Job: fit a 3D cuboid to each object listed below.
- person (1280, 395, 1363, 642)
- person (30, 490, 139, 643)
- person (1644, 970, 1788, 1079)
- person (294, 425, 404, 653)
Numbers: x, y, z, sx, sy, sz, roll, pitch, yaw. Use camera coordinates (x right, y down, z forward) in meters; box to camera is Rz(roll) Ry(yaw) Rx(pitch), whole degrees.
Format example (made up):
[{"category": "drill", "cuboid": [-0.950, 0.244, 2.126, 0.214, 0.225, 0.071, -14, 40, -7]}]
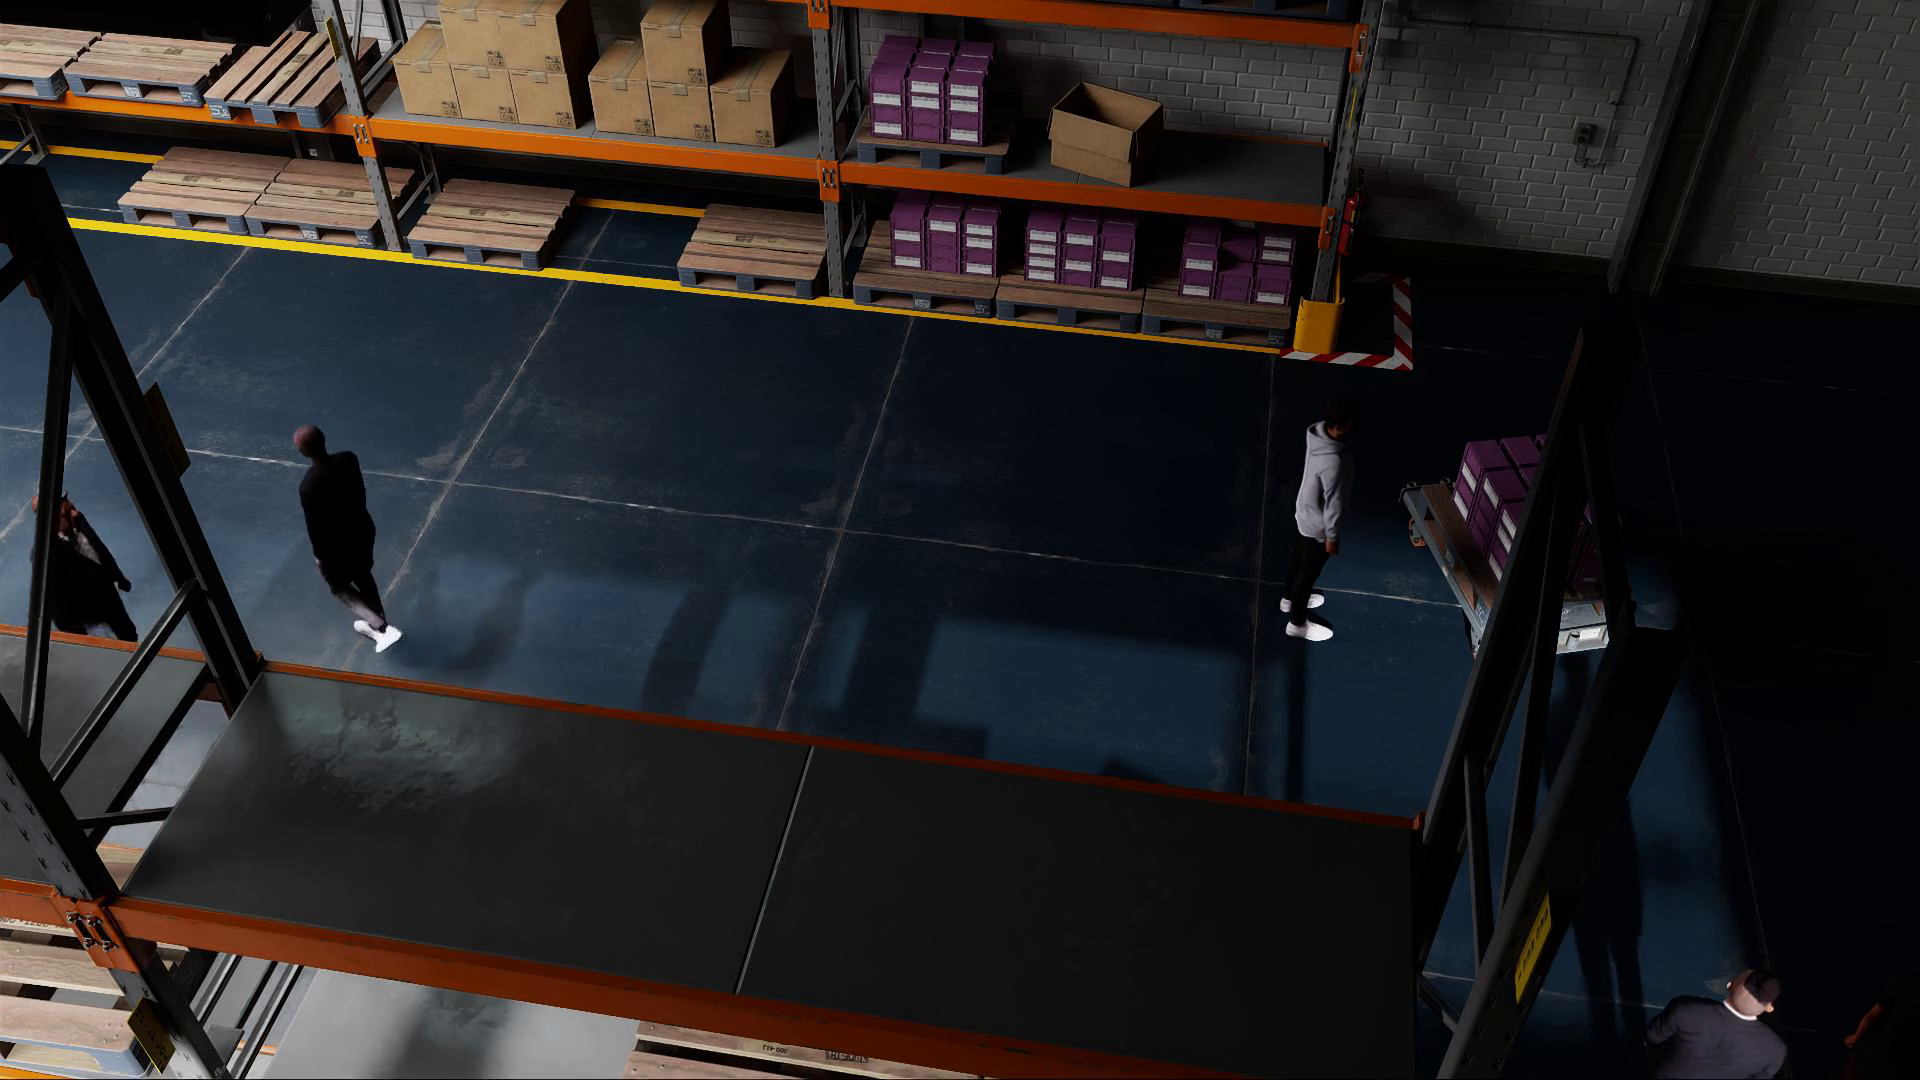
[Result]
[{"category": "person", "cuboid": [2.317, -0.160, 10.770, 0.670, 1.931, 0.724, -1, 44, -1]}, {"category": "person", "cuboid": [-5.482, 0.350, 10.331, 0.781, 1.798, 0.779, 1, 44, 1]}, {"category": "person", "cuboid": [3.421, 2.667, 7.809, 0.898, 1.923, 0.853, 14, 45, 15]}, {"category": "person", "cuboid": [-3.872, 0.034, 10.704, 0.884, 1.741, 0.818, 16, 46, 16]}]
